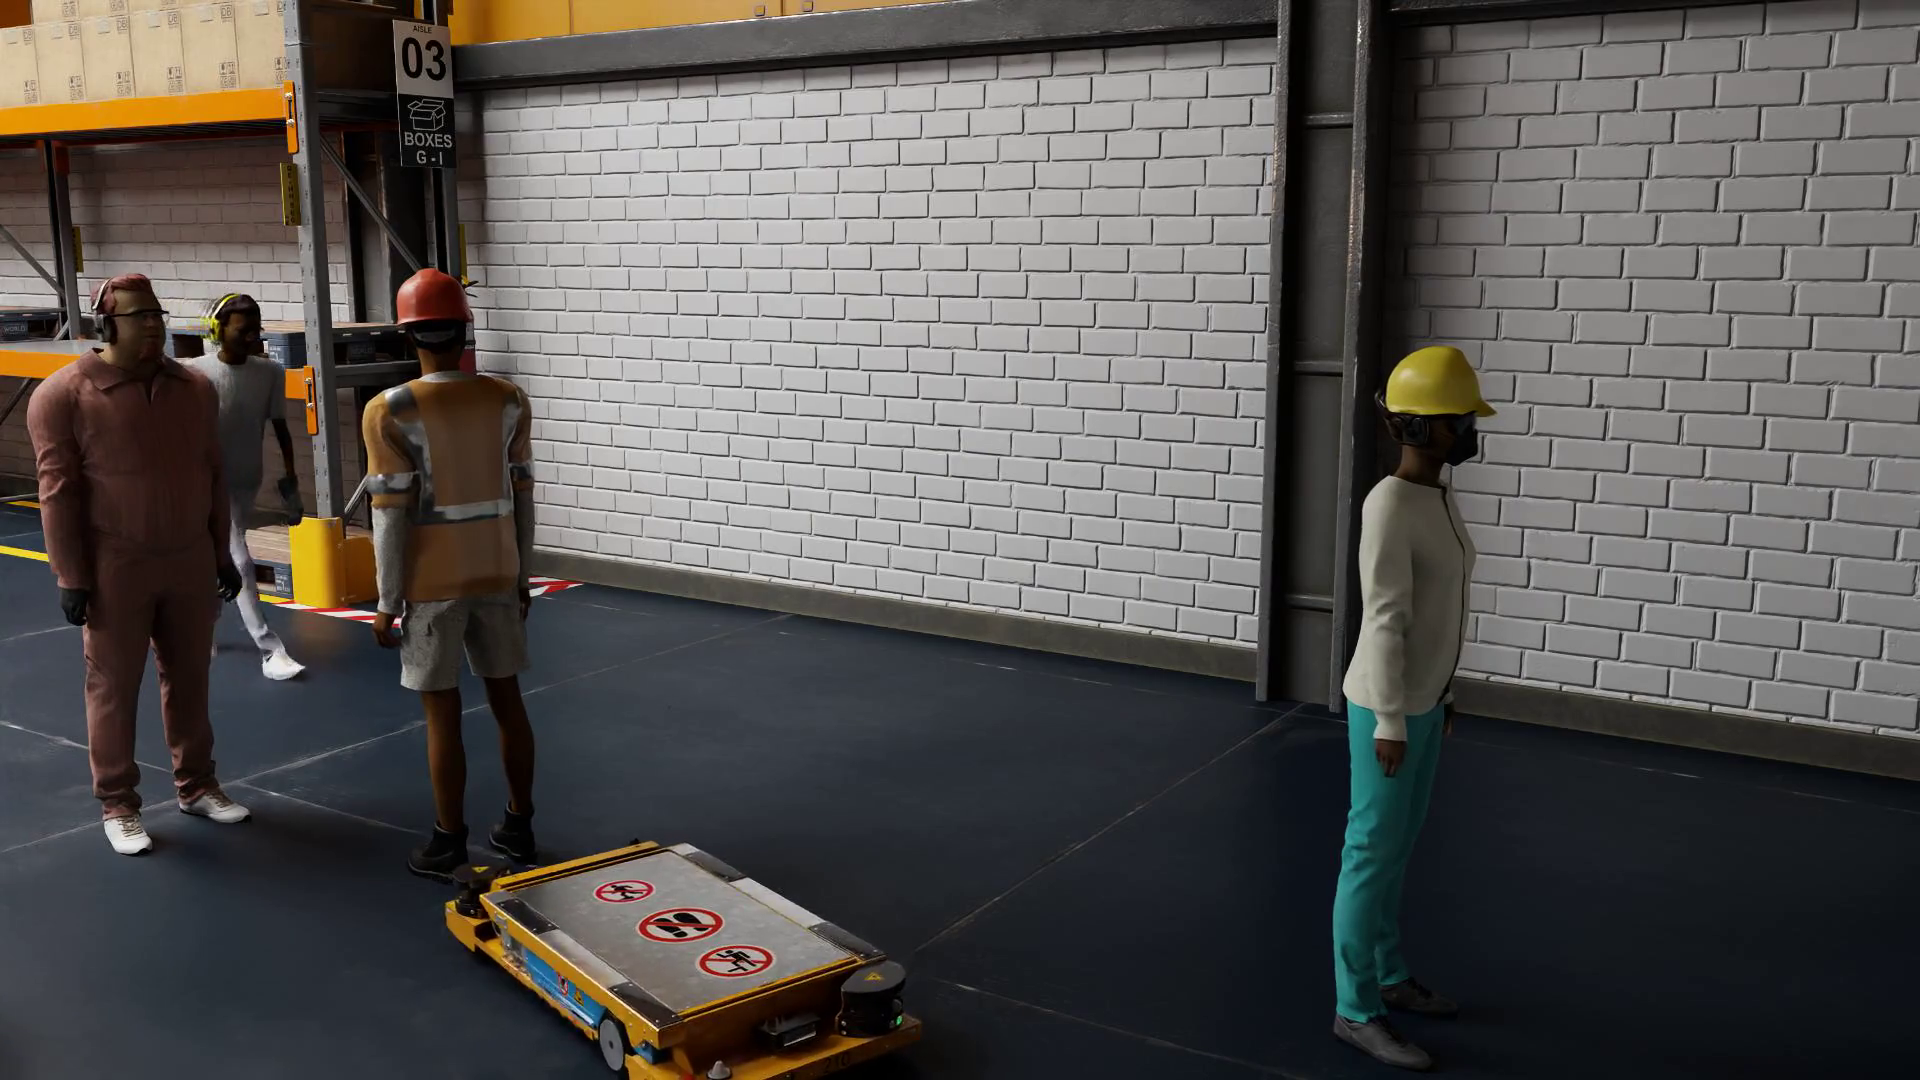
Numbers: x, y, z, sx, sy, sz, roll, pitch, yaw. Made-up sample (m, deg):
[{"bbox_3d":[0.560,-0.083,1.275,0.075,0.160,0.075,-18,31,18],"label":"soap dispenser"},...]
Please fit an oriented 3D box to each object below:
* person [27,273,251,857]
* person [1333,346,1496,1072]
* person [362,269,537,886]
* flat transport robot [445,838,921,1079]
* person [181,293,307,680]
[{"bbox_3d":[-2.717,0.075,5.586,0.408,1.908,0.642,7,12,32],"label":"person"},{"bbox_3d":[1.131,0.404,4.149,0.319,1.769,0.523,6,12,29],"label":"person"},{"bbox_3d":[-1.602,0.122,5.254,0.544,1.933,0.376,-9,14,-41],"label":"person"},{"bbox_3d":[-0.794,1.097,4.459,0.652,0.197,1.431,-8,13,-38],"label":"flat transport robot"},{"bbox_3d":[-3.433,-0.268,7.852,1.051,1.789,0.525,9,13,40],"label":"person"}]
